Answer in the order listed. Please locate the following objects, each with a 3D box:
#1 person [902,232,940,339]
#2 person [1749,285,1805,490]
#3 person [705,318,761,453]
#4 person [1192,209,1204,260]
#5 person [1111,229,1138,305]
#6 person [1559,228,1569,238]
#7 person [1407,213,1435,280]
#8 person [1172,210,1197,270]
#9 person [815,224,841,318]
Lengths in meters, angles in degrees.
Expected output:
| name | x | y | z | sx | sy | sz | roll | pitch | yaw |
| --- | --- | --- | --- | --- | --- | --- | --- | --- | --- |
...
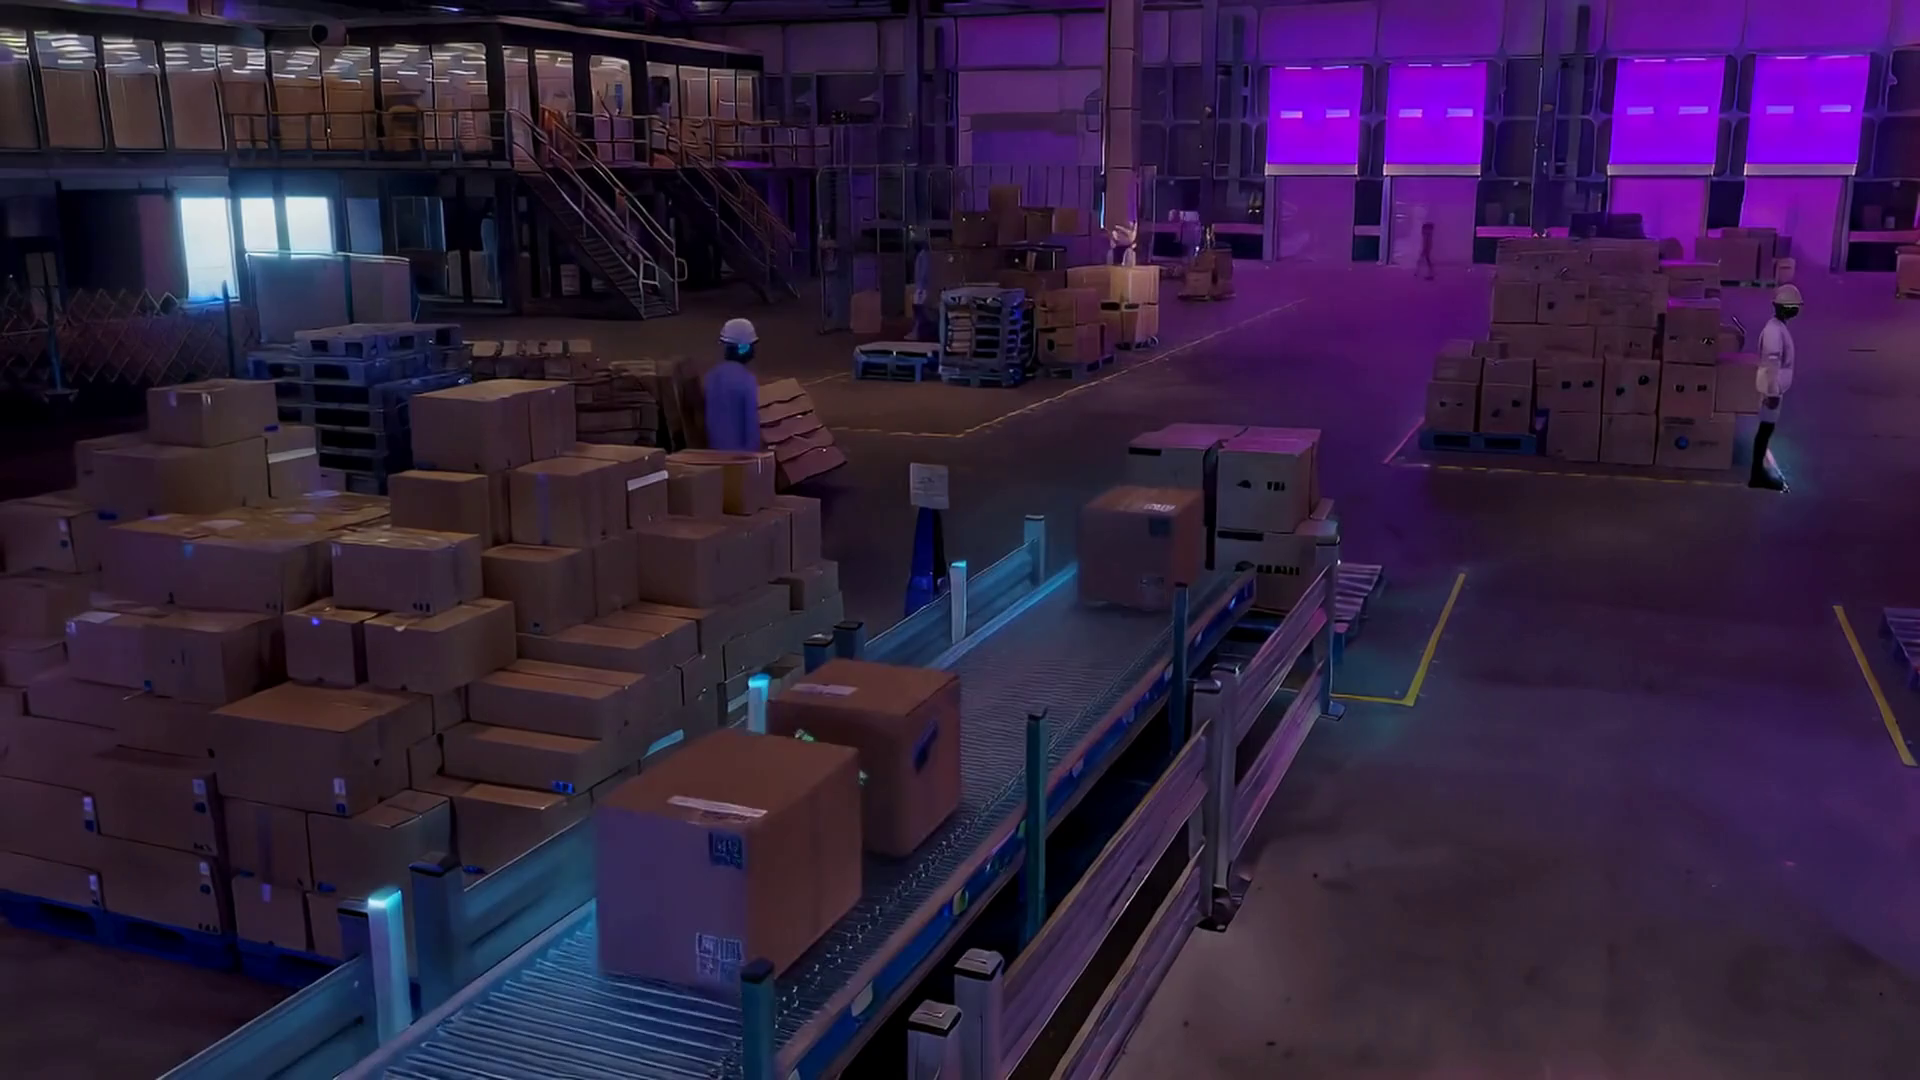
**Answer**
| name | x | y | z | sx | sy | sz | roll | pitch | yaw |
| --- | --- | --- | --- | --- | --- | --- | --- | --- | --- |
| person | -0.624 | -4.534 | 29.693 | 0.771 | 1.918 | 0.558 | 0 | 13 | 0 |
| person | 7.768 | -1.454 | 15.839 | 0.354 | 1.939 | 0.545 | 7 | 14 | 27 |
| person | -1.572 | -0.592 | 11.883 | 0.535 | 1.972 | 0.649 | -10 | 16 | -38 |
| person | 7.121 | -9.045 | 50.178 | 0.544 | 1.806 | 0.905 | -6 | 14 | -24 |
| person | 3.251 | -5.092 | 32.328 | 0.585 | 1.864 | 0.583 | -8 | 15 | -32 |
| person | 12.292 | -5.480 | 34.135 | 0.963 | 1.841 | 0.587 | -9 | 15 | -35 |
| person | 12.751 | -8.099 | 45.907 | 0.957 | 1.827 | 0.516 | 10 | 16 | 39 |
| person | 6.693 | -8.931 | 49.669 | 0.639 | 1.802 | 0.892 | -8 | 15 | -33 |
| person | -2.697 | -5.497 | 34.050 | 0.591 | 1.910 | 0.389 | -8 | 15 | -32 |
